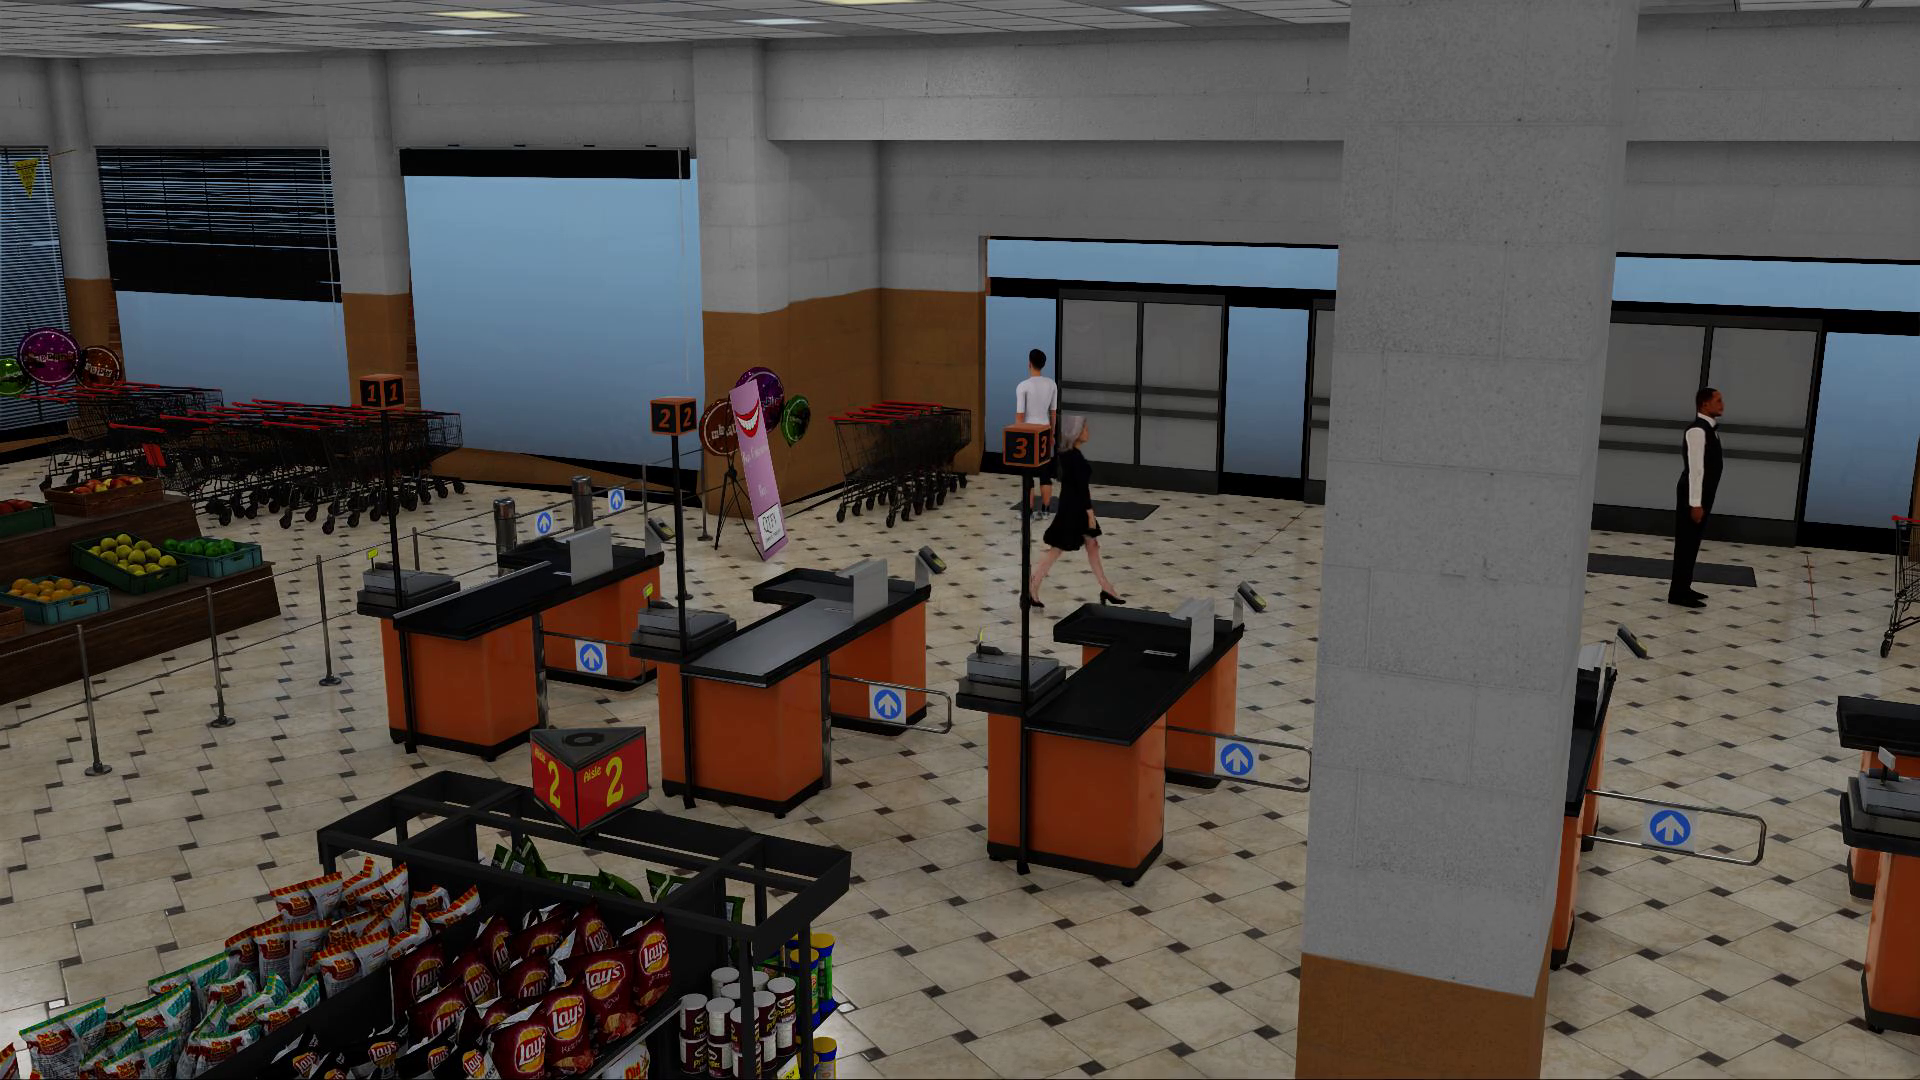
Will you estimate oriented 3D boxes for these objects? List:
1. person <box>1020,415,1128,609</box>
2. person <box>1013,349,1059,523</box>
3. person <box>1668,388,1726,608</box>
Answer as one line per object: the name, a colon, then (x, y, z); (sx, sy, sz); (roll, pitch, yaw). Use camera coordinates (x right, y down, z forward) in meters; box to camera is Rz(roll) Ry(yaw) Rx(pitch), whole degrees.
person: (0.885, -0.185, 14.278); (1.052, 1.690, 1.176); (-1, 14, -5)
person: (0.810, -1.123, 17.803); (0.712, 1.852, 0.819); (-8, 16, -29)
person: (6.467, -0.389, 14.634); (0.748, 1.918, 0.509); (7, 15, 26)
